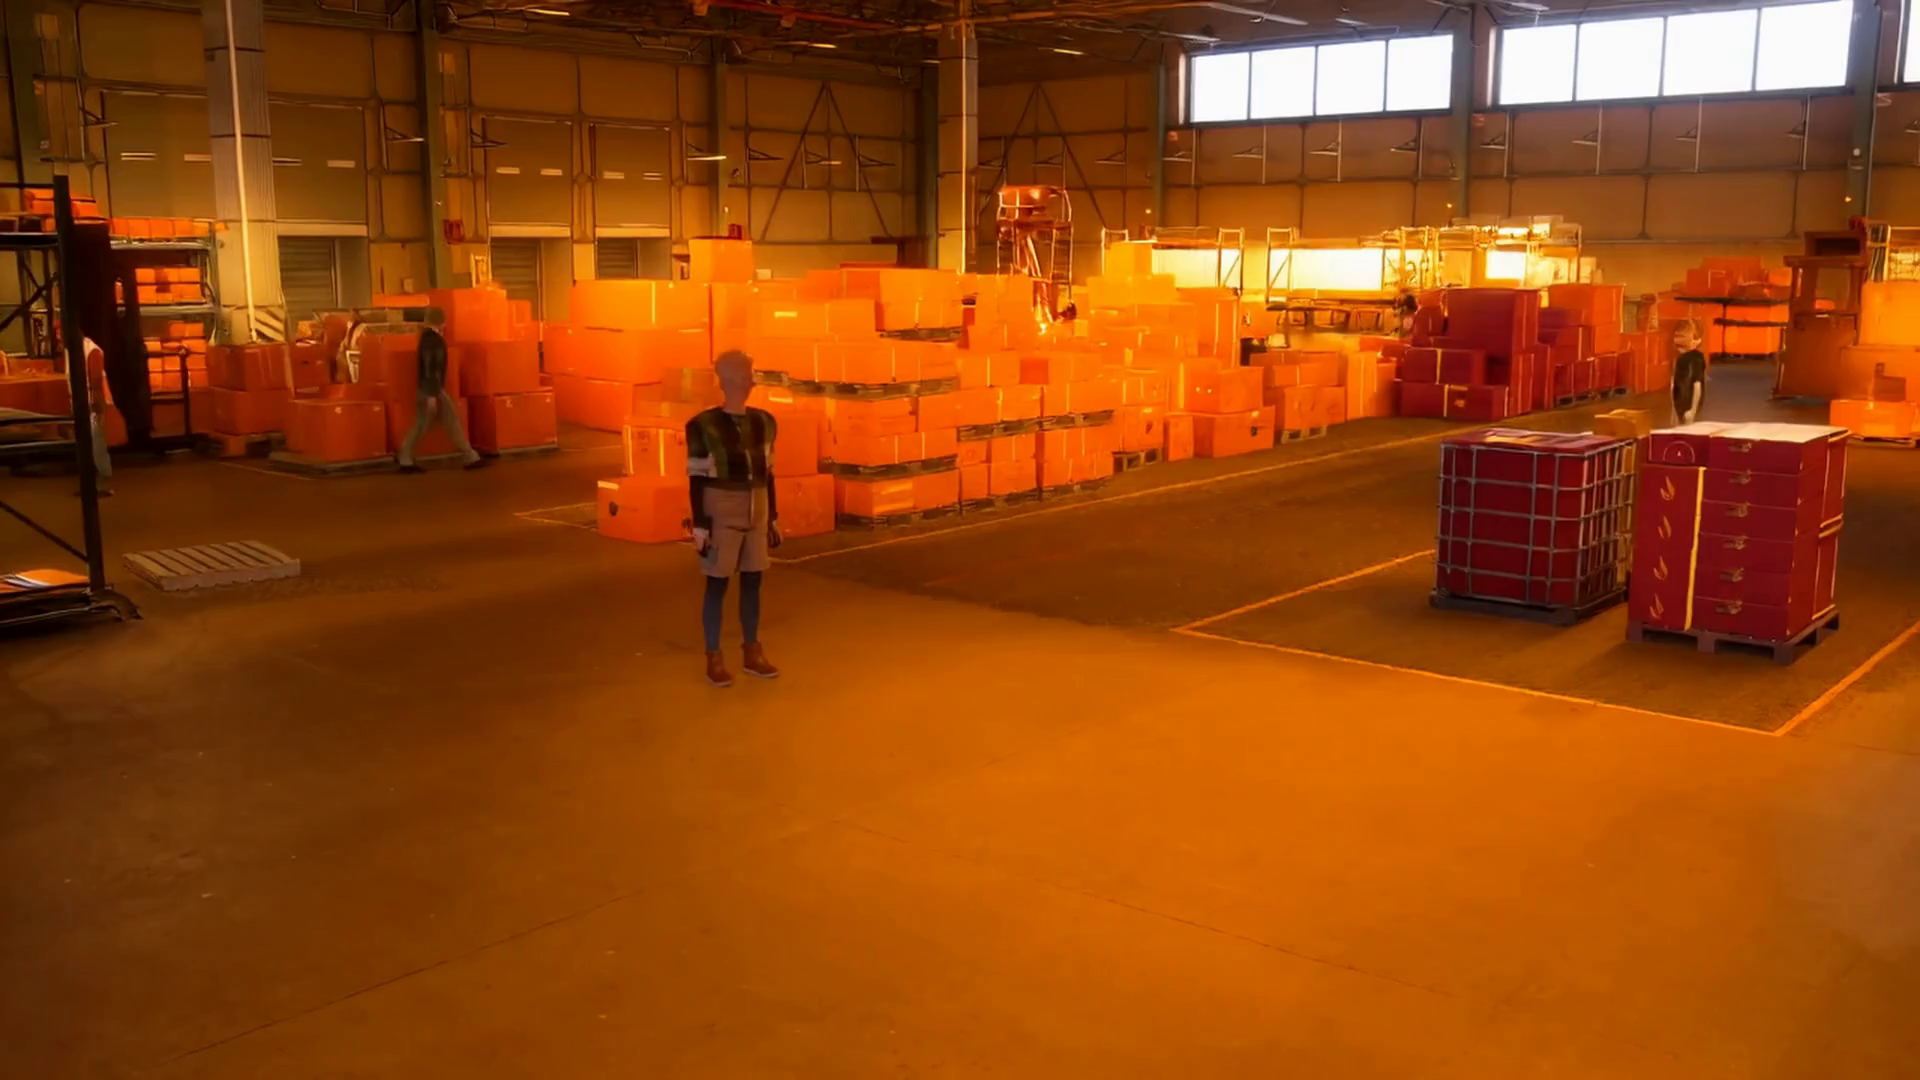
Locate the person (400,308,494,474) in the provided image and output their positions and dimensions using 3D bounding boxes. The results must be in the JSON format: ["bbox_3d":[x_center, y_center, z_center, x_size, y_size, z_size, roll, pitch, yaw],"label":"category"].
[{"bbox_3d":[-5.909,-1.686,18.859,1.045,1.873,0.639,-6,12,-30],"label":"person"}]

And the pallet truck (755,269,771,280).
[{"bbox_3d":[-4.996,-6.432,45.525,1.885,1.965,0.823,-6,12,-32],"label":"pallet truck"}]

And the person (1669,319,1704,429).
[{"bbox_3d":[7.066,-1.229,16.304,0.423,1.859,0.596,1,10,8],"label":"person"}]

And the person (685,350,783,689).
[{"bbox_3d":[-1.307,-0.130,9.731,0.607,1.966,0.367,-9,13,-40],"label":"person"}]

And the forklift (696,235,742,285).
[{"bbox_3d":[-5.101,-5.116,35.521,1.129,2.768,1.873,-7,12,-36],"label":"forklift"}]

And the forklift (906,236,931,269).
[{"bbox_3d":[-0.984,-5.764,39.211,1.873,2.768,1.129,2,10,14],"label":"forklift"}]

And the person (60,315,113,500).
[{"bbox_3d":[-8.884,-1.359,16.918,0.593,1.907,0.415,7,12,35],"label":"person"}]

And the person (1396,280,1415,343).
[{"bbox_3d":[9.335,-4.426,34.407,0.944,1.902,0.536,3,10,18],"label":"person"}]

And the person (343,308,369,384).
[{"bbox_3d":[-9.168,-2.703,25.308,0.512,1.642,0.312,7,12,34],"label":"person"}]

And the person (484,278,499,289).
[{"bbox_3d":[-9.520,-4.356,33.873,0.363,1.939,0.542,4,11,19],"label":"person"}]

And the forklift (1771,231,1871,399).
[{"bbox_3d":[14.356,-3.696,27.437,1.129,2.768,1.873,8,13,40],"label":"forklift"}]

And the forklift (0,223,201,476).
[{"bbox_3d":[-10.014,-2.233,19.103,1.129,2.768,1.873,8,13,40],"label":"forklift"}]
